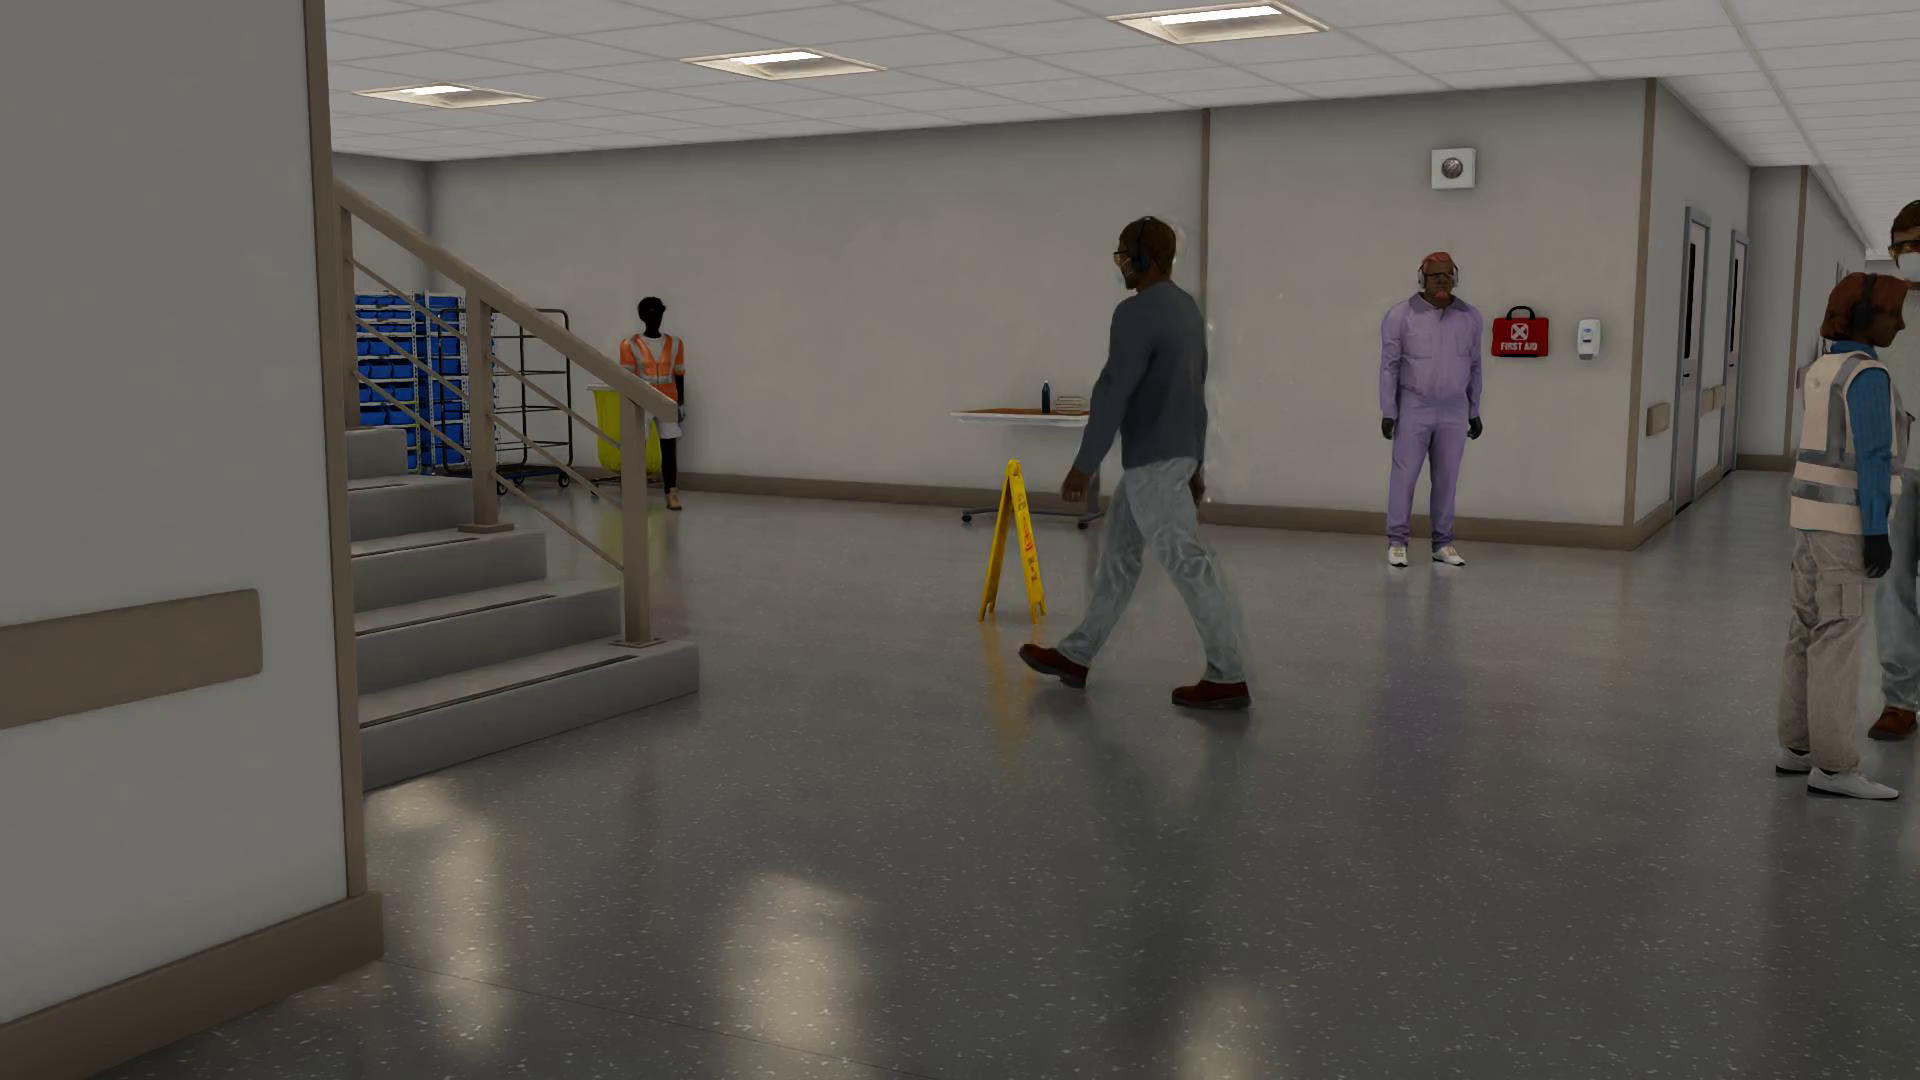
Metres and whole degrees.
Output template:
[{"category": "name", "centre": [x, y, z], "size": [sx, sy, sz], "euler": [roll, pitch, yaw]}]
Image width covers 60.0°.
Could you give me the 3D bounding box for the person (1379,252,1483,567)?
[{"category": "person", "centre": [2.874, -0.785, 10.104], "size": [0.648, 1.907, 0.401], "euler": [-1, 7, -5]}]

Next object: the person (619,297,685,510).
[{"category": "person", "centre": [-2.408, -1.055, 13.034], "size": [0.537, 1.685, 0.327], "euler": [-3, 8, -25]}]

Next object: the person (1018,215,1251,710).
[{"category": "person", "centre": [0.700, -0.298, 6.445], "size": [1.015, 1.886, 0.649], "euler": [3, 8, 25]}]

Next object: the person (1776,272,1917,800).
[{"category": "person", "centre": [2.787, -0.020, 5.249], "size": [0.313, 1.637, 0.513], "euler": [1, 7, 8]}]
